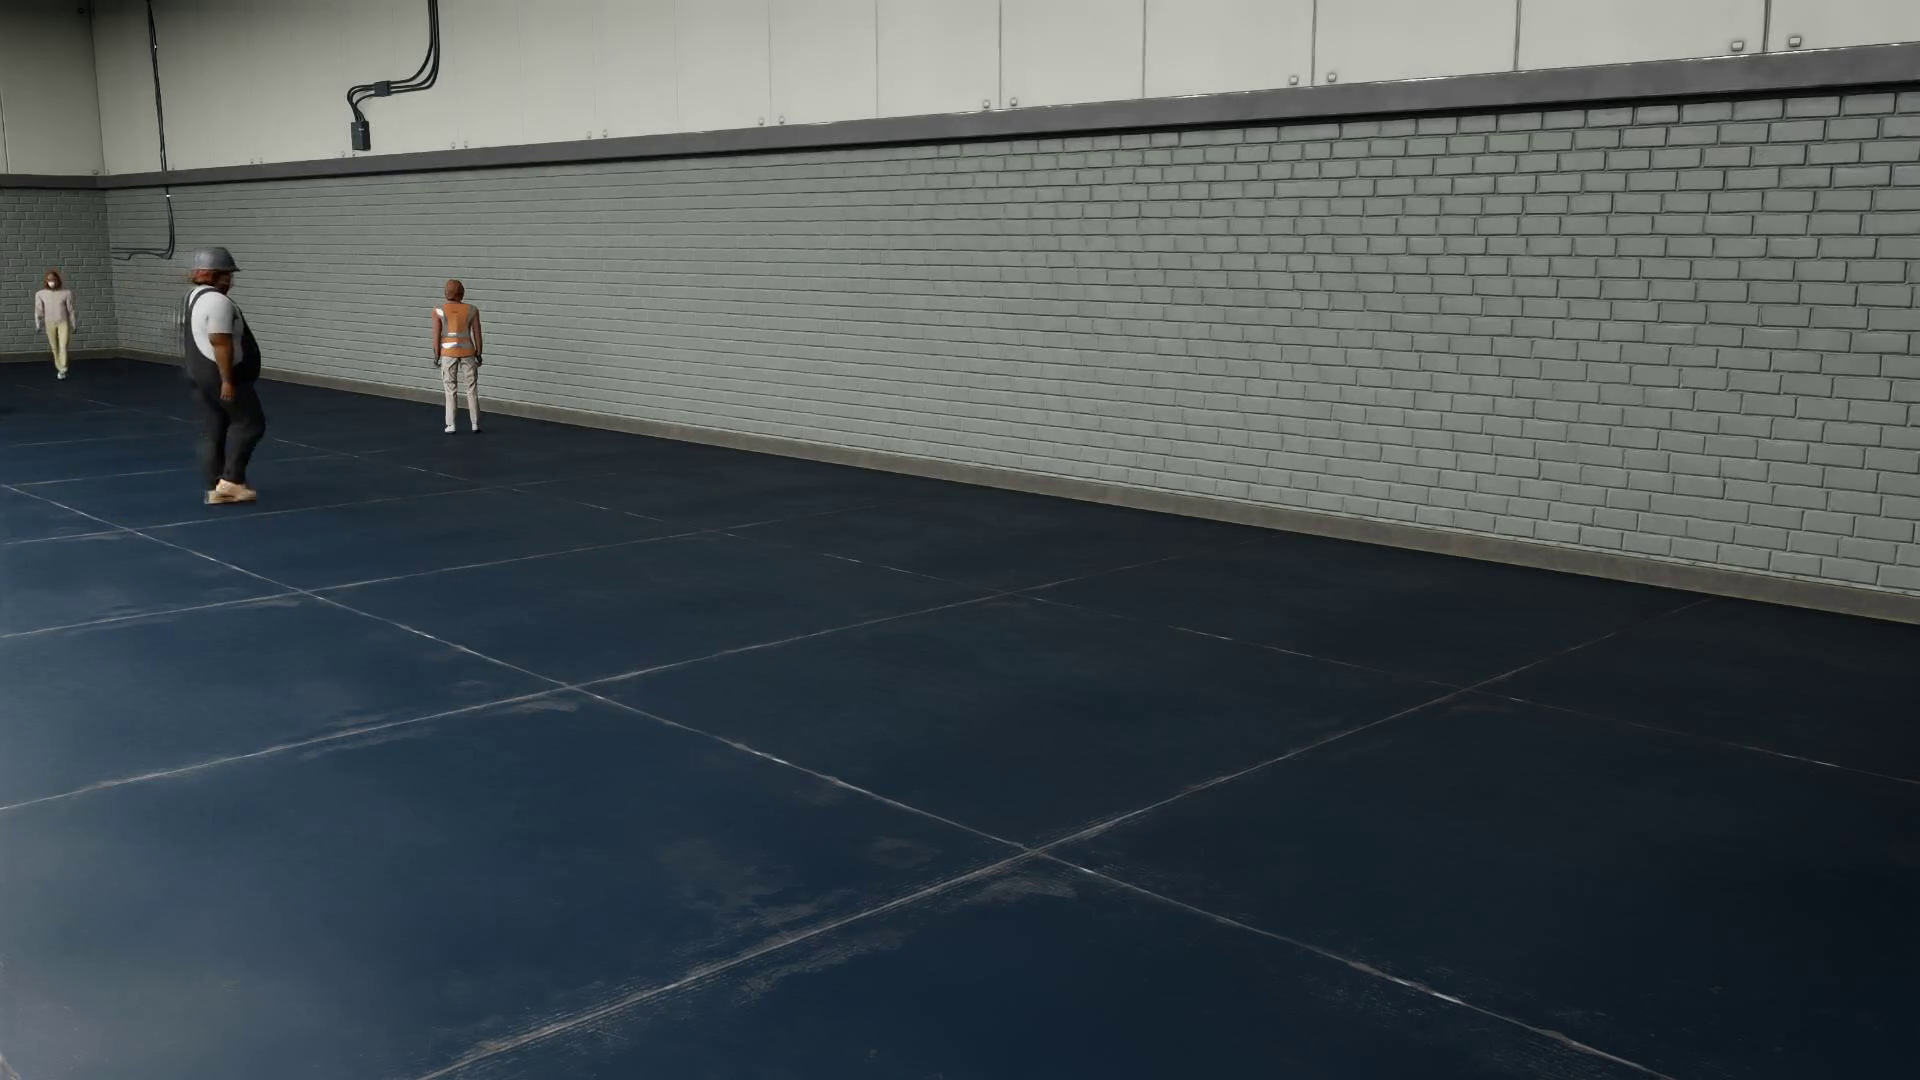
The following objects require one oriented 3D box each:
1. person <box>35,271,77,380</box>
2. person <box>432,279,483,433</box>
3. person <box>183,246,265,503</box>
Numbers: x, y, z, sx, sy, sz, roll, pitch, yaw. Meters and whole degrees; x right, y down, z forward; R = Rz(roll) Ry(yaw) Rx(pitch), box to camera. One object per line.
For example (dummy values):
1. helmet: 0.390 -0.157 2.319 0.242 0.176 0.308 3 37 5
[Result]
1. person: -13.331 -3.165 24.534 0.516 1.587 0.864 -4 11 -20
2. person: -5.383 -1.965 17.839 0.522 1.639 0.309 -5 11 -25
3. person: -5.793 -1.278 13.112 0.536 2.000 0.711 -9 14 -41
